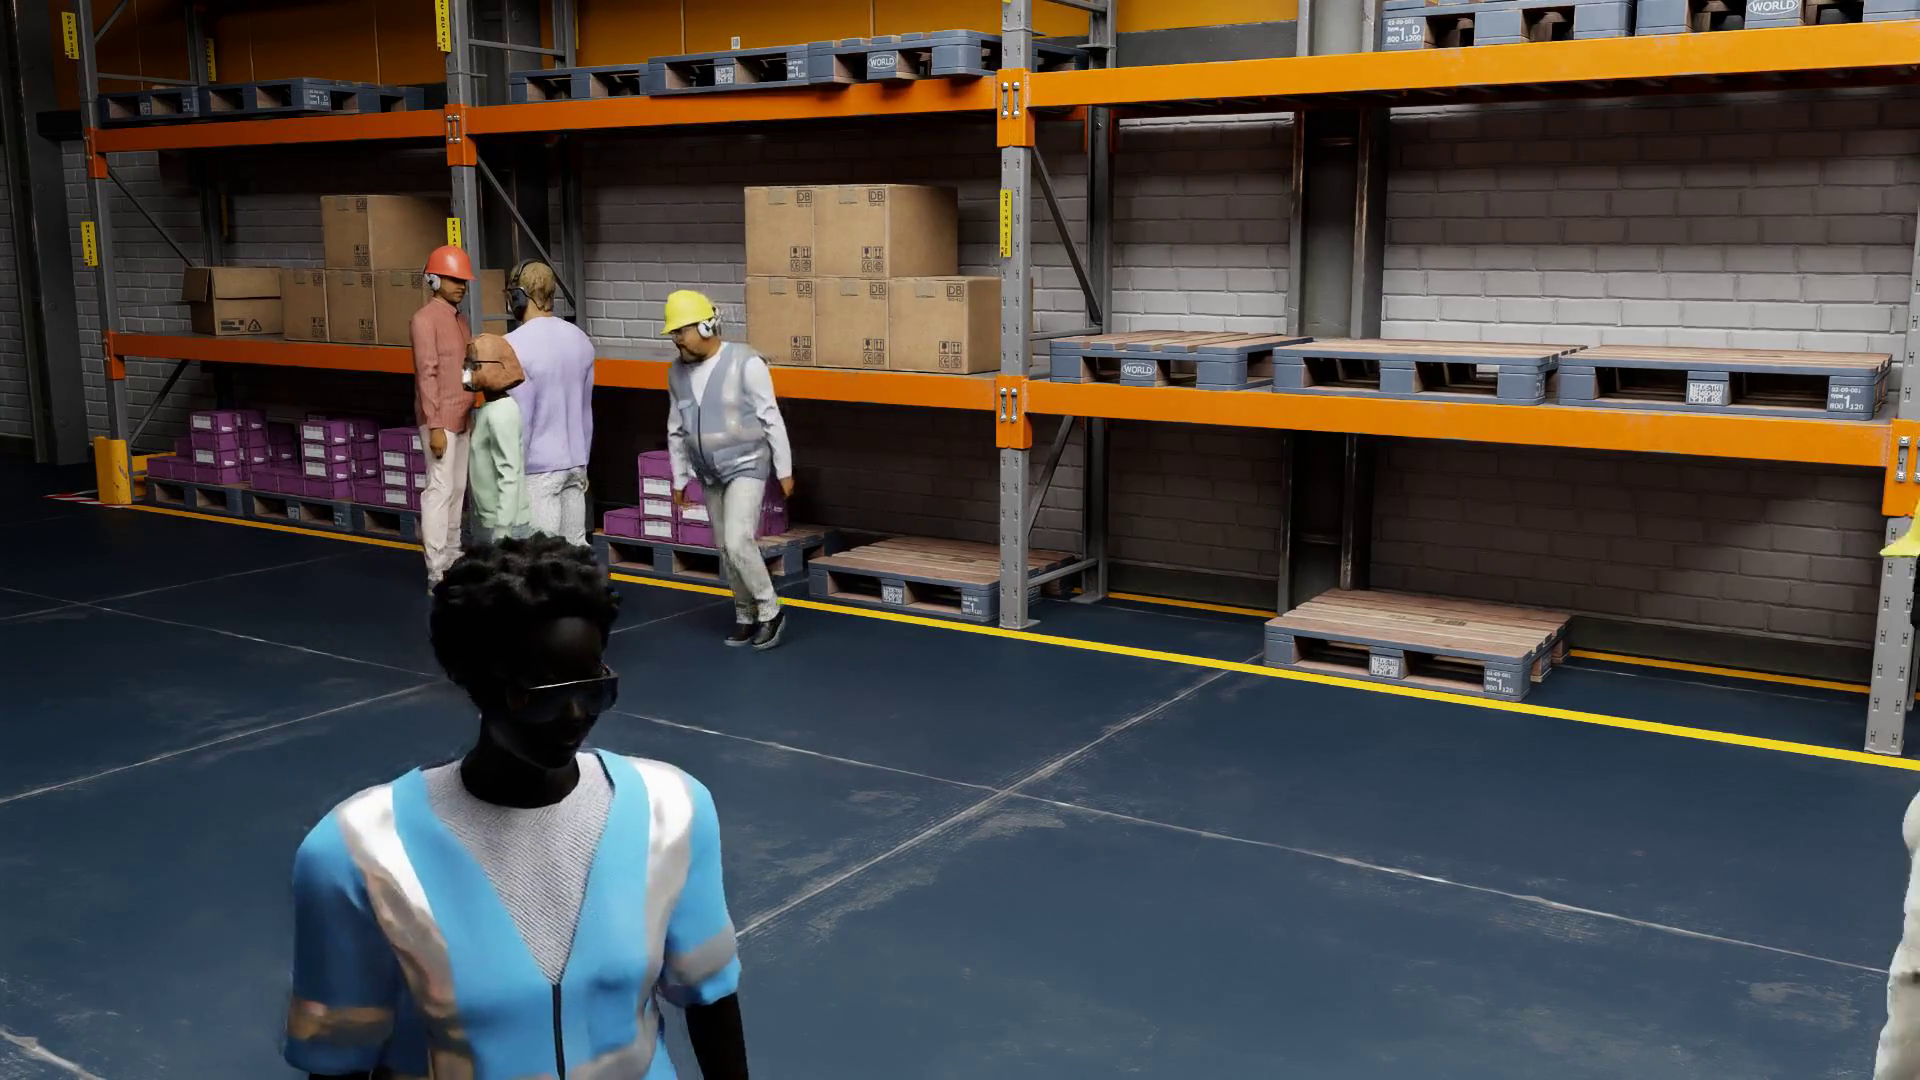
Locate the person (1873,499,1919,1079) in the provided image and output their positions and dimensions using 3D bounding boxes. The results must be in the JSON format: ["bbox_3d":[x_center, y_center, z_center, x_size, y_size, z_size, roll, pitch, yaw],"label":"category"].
[{"bbox_3d":[1.417,0.741,2.313,0.381,1.751,0.535,9,14,41],"label":"person"}]

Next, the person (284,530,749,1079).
[{"bbox_3d":[-0.476,0.825,2.003,0.555,1.685,0.483,-7,12,-35],"label":"person"}]

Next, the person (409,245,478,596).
[{"bbox_3d":[-2.914,-0.677,9.525,0.392,1.989,0.610,1,10,3],"label":"person"}]

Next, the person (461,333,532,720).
[{"bbox_3d":[-1.959,-0.054,7.061,0.272,1.632,0.506,-3,11,-18],"label":"person"}]

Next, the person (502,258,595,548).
[{"bbox_3d":[-1.891,-0.304,7.600,0.353,1.937,0.635,4,11,22],"label":"person"}]

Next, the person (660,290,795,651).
[{"bbox_3d":[-1.164,-0.325,8.164,0.619,1.781,0.572,7,12,33],"label":"person"}]
